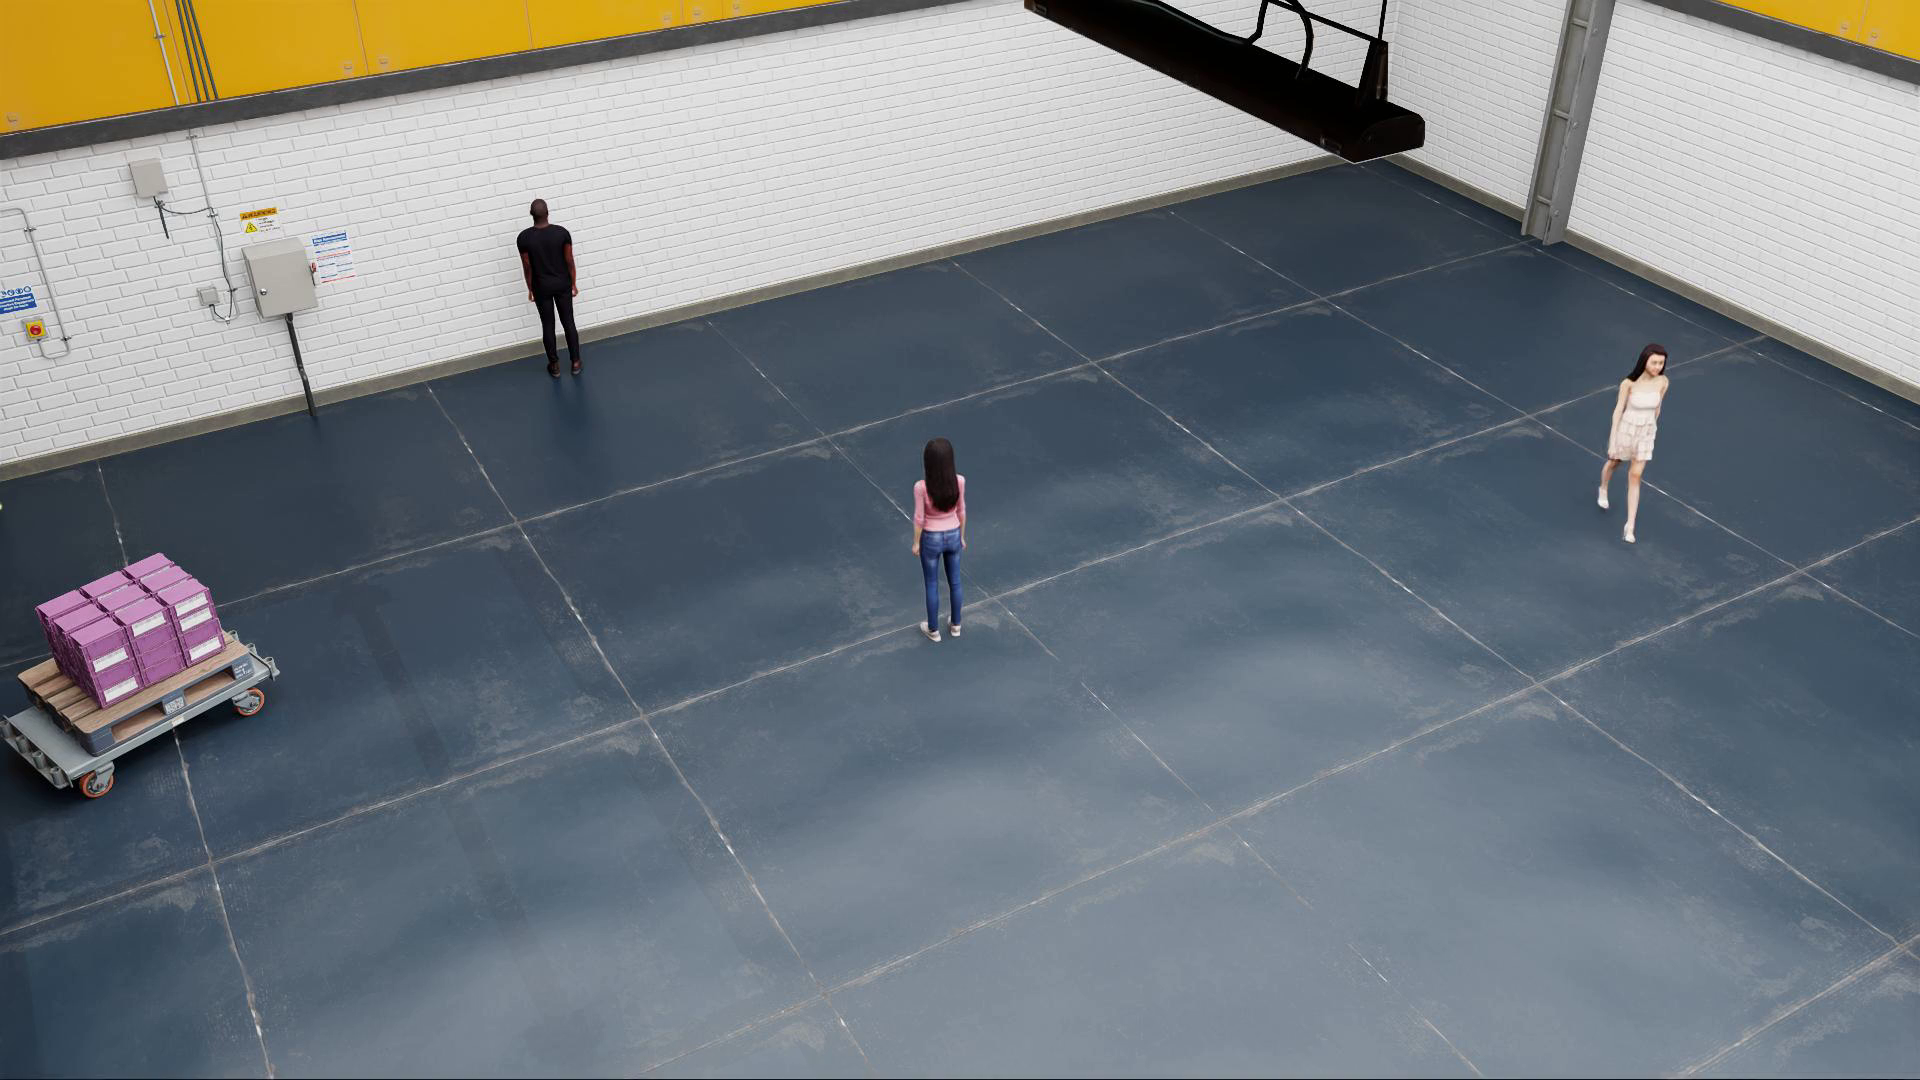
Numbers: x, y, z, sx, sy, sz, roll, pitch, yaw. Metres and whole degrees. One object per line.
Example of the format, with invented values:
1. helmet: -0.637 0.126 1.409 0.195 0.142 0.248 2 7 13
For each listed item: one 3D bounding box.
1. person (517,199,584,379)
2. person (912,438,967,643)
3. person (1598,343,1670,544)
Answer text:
1. person: -3.957 -2.445 16.131 0.719 1.820 0.653 -9 35 -13
2. person: -0.147 -0.005 12.531 0.604 1.742 0.563 -11 35 -16
3. person: 5.567 -0.882 13.906 0.937 1.681 1.149 0 34 0
